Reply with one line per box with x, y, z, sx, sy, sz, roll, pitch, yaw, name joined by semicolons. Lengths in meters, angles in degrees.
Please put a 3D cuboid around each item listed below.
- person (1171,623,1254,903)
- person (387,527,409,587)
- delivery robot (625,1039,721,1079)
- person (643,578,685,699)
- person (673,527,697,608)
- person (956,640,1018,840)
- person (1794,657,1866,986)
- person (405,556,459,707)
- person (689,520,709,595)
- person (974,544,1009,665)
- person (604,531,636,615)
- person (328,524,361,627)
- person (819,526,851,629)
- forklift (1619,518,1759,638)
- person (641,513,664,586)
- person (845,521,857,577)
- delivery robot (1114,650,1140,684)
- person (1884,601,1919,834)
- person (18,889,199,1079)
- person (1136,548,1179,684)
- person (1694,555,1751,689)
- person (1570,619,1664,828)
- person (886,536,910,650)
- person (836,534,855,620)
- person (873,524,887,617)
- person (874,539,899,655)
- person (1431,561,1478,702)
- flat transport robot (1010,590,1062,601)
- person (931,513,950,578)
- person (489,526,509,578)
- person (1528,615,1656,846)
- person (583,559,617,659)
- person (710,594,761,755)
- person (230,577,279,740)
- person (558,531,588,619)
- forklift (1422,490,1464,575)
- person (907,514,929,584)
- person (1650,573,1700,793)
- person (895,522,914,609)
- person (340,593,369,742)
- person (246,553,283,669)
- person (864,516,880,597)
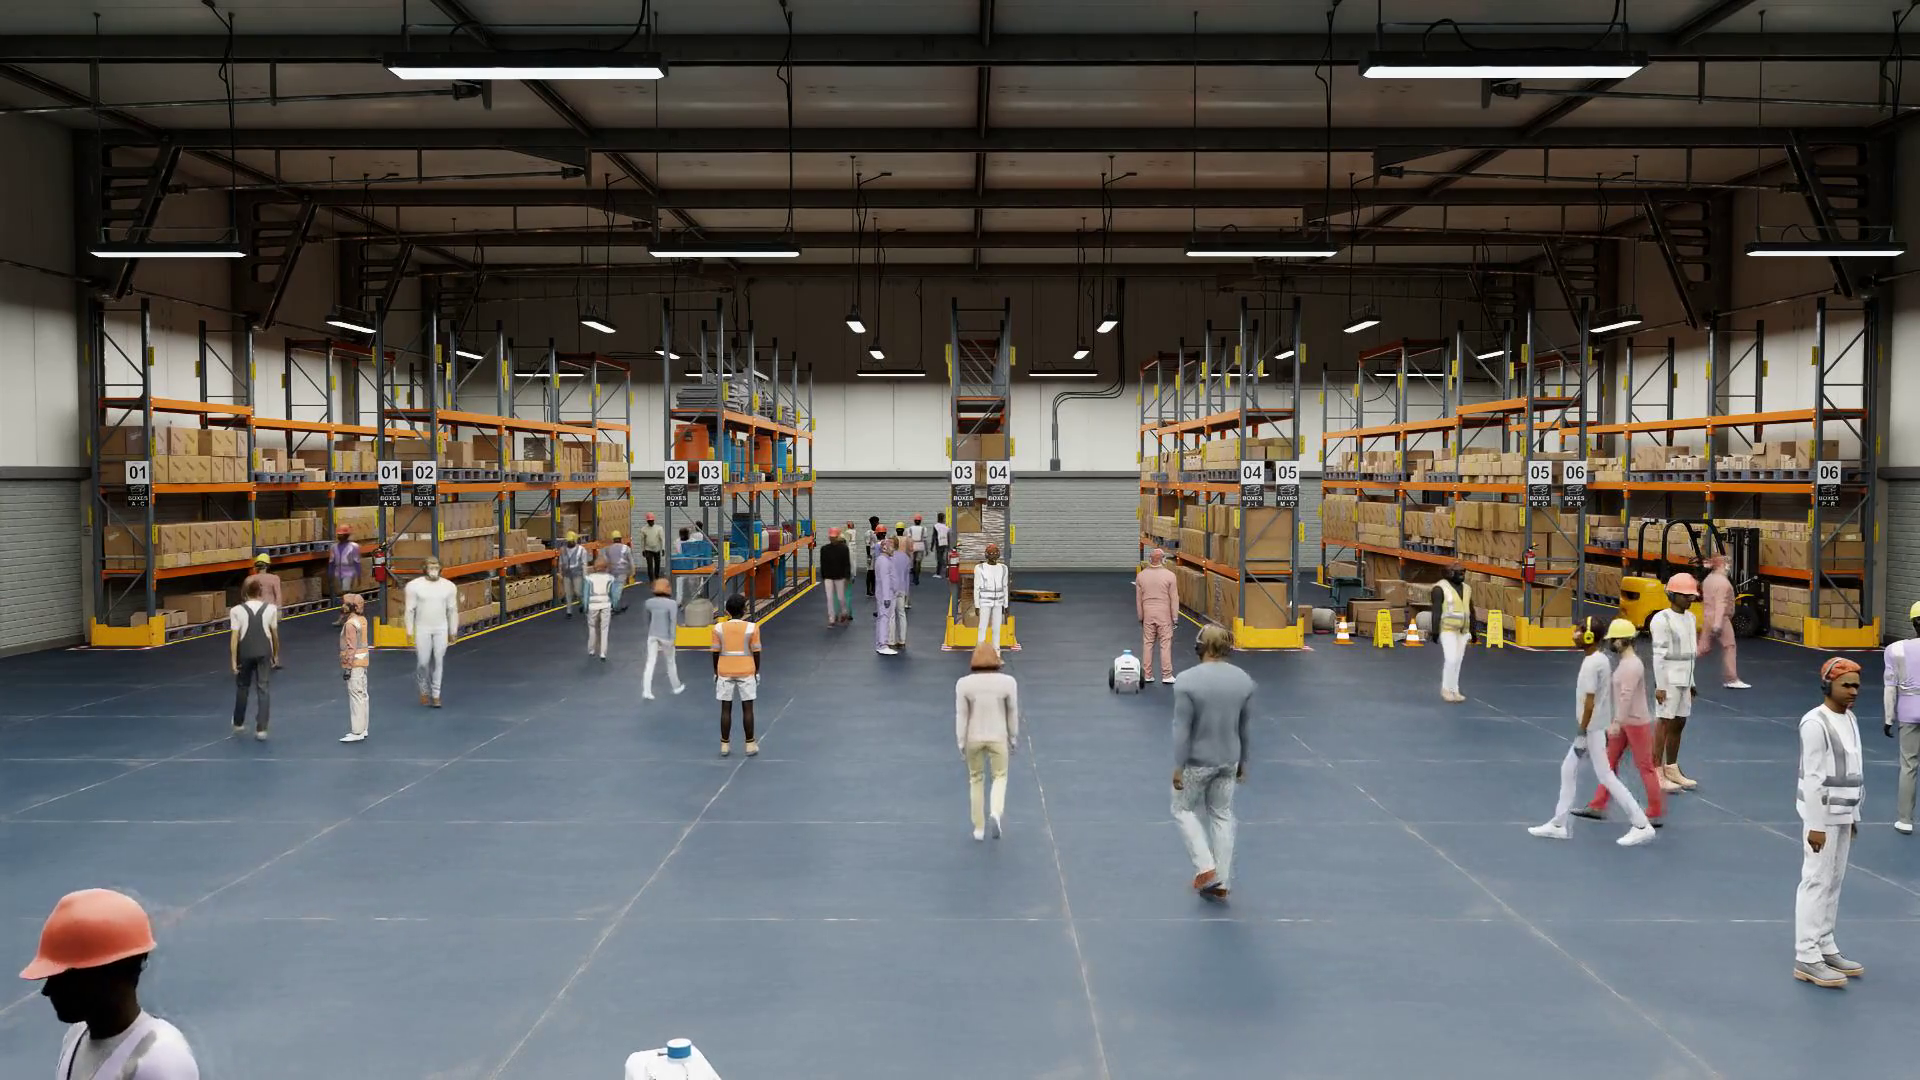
1.725;1.536;11.187;0.649;1.919;0.448;-1;2;-23;person
-12.521;0.539;36.096;0.551;1.935;0.372;0;2;-2;person
-1.183;2.358;6.815;0.477;0.478;0.707;-1;2;-23;delivery robot
-3.952;1.298;21.375;0.513;1.582;0.895;1;2;16;person
-6.131;0.605;36.176;0.630;1.808;0.932;0;2;6;person
0.216;1.615;12.929;0.511;1.616;0.500;0;2;2;person
5.097;1.624;9.449;0.579;1.882;0.342;-2;3;-43;person
-6.671;1.165;20.452;0.654;1.925;0.515;-1;3;-30;person
-6.405;0.434;39.804;0.544;1.854;0.618;0;2;-2;person
0.489;1.007;24.998;0.574;1.883;0.355;-1;2;-22;person
-7.239;0.695;34.258;0.591;1.777;0.981;0;2;12;person
-12.105;0.679;31.847;0.622;2.008;1.008;0;2;11;person
-2.414;0.716;31.245;0.614;1.979;0.573;0;2;12;person
13.417;0.684;29.791;2.313;2.155;1.214;0;2;0;forklift
-8.231;0.241;43.208;0.622;1.967;0.656;0;2;-10;person
-3.175;0.260;46.842;0.306;1.638;0.523;1;3;29;person
2.289;1.751;22.104;0.477;0.478;0.707;0;2;5;delivery robot
7.922;1.455;13.273;0.584;1.919;0.375;1;3;28;person
-2.076;1.822;4.131;0.552;1.913;0.776;2;3;37;person
2.819;1.077;22.885;0.641;1.913;0.407;1;3;31;person
10.411;1.127;22.386;0.967;1.859;0.643;0;2;2;person
5.503;1.534;13.519;0.813;1.731;0.542;0;2;12;person
-1.115;0.893;27.337;0.621;1.932;0.374;-2;3;-44;person
-2.404;0.752;32.928;0.523;1.763;0.327;0;2;-2;person
-1.633;0.637;33.834;0.383;1.930;0.540;2;3;34;person
-1.206;0.932;26.642;0.399;1.905;0.642;0;2;-8;person
6.452;1.190;20.966;0.662;1.830;0.525;-1;3;-29;person
1.708;1.303;38.062;0.652;0.197;1.431;-2;3;-35;flat transport robot
-0.522;0.151;46.492;0.784;1.891;0.599;2;3;43;person
-10.781;0.550;37.618;0.591;1.798;0.884;0;2;4;person
5.109;1.514;12.950;0.951;1.833;0.533;1;2;24;person
-5.811;1.104;26.032;0.547;1.590;0.845;-1;2;-19;person
-2.357;1.414;17.023;0.537;1.699;0.321;0;2;3;person
-7.952;1.320;18.173;0.538;1.792;0.966;-2;3;-34;person
-7.992;0.710;33.342;0.601;1.821;0.509;0;2;5;person
13.926;-0.371;47.846;1.873;2.768;1.129;0;2;0;forklift
-1.131;0.245;43.991;0.564;1.892;0.943;0;2;6;person
6.716;1.322;15.096;0.613;2.039;0.393;-2;3;-36;person
-1.315;0.564;35.694;0.586;1.919;0.379;0;2;0;person
-6.709;1.407;17.905;0.309;1.645;0.514;0;2;-7;person
-10.567;1.083;24.536;0.527;1.768;0.326;0;2;-5;person
-2.098;0.399;39.260;0.368;1.966;0.602;1;2;23;person
